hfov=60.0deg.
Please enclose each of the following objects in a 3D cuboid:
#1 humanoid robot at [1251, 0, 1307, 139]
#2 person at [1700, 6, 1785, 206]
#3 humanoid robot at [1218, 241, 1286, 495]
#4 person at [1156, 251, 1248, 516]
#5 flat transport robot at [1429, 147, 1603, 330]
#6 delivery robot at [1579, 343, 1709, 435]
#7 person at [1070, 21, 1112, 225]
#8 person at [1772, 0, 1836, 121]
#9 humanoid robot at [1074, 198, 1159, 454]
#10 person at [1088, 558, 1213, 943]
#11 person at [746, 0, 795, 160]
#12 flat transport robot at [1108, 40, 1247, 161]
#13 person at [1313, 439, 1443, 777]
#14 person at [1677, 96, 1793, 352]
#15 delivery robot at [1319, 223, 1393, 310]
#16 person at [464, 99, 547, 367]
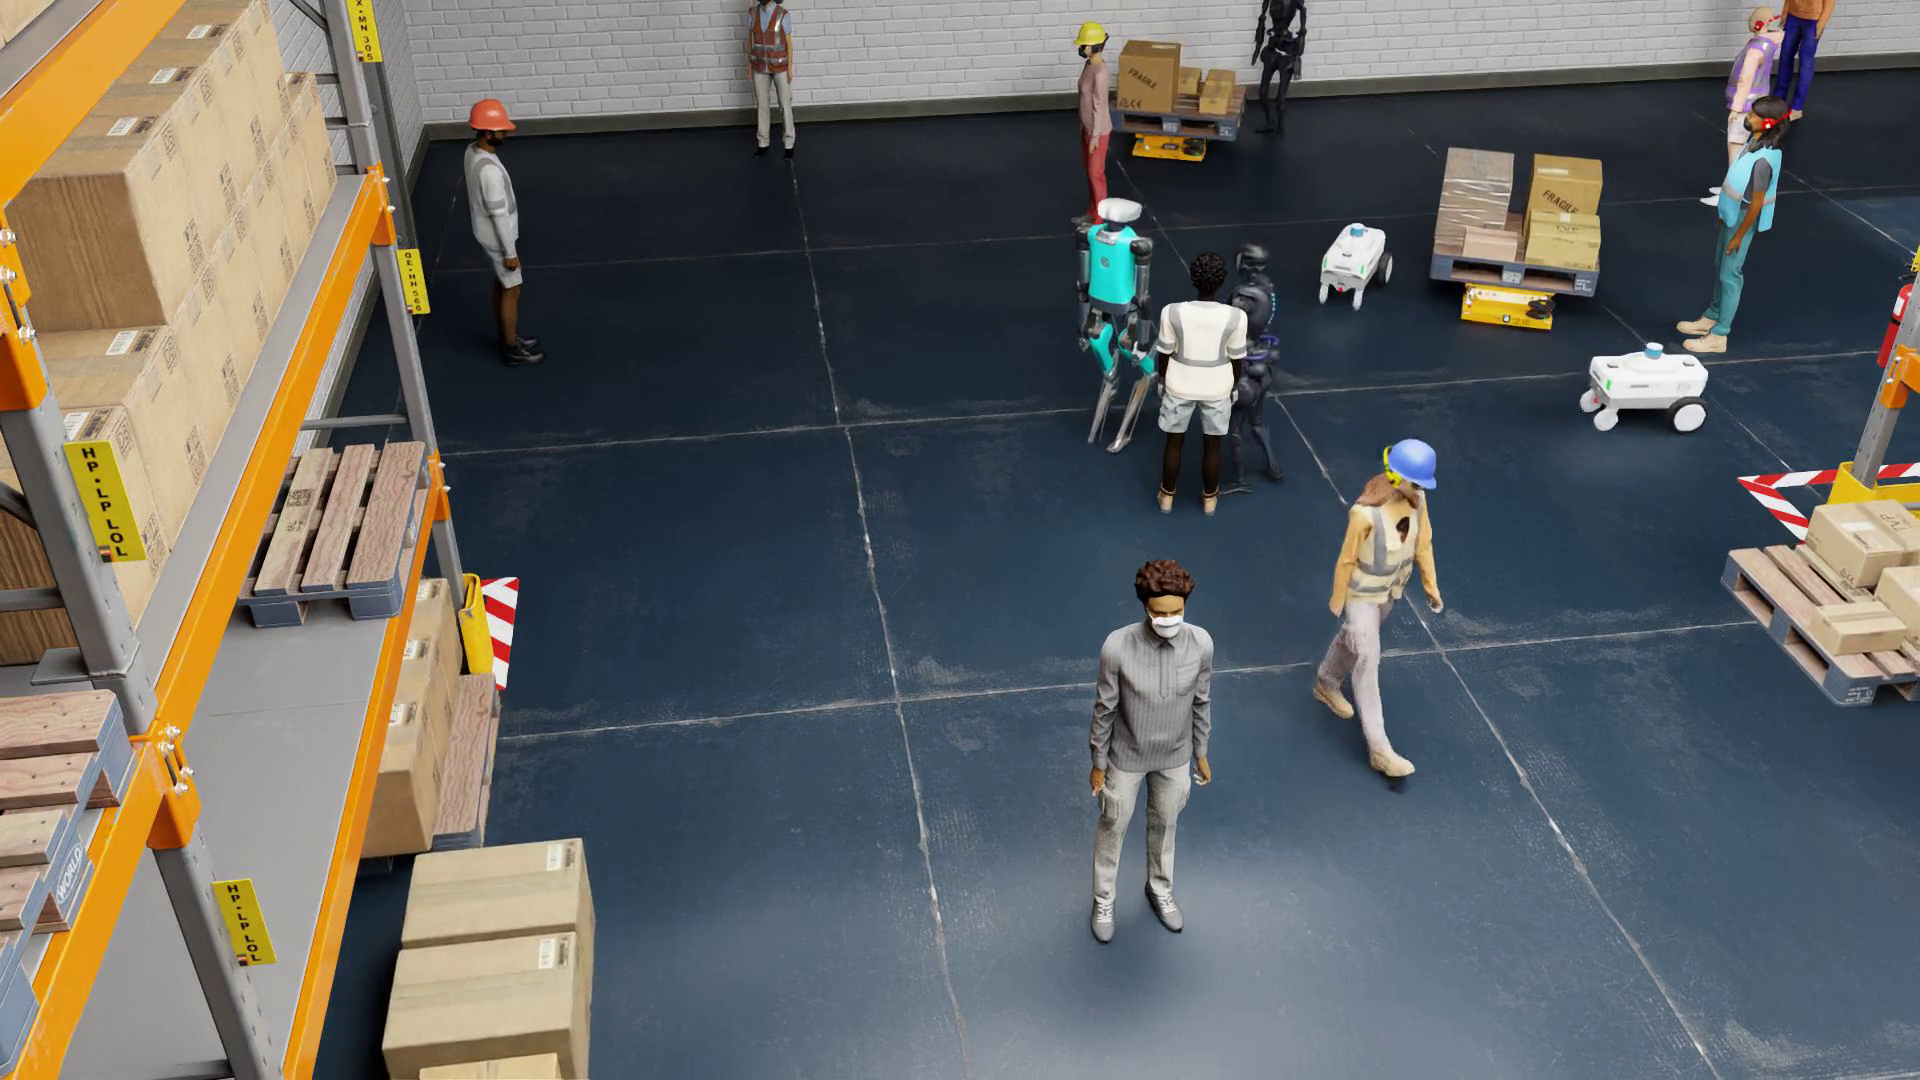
[{"bbox_3d":[3.027,-4.596,15.629,0.366,1.639,0.601,-24,40,-32],"label":"humanoid robot"},{"bbox_3d":[6.708,-3.704,14.232,0.357,1.684,0.486,21,38,28],"label":"person"},{"bbox_3d":[1.807,-1.021,10.133,0.438,1.649,0.601,18,37,26],"label":"humanoid robot"},{"bbox_3d":[1.422,-0.912,9.945,0.533,1.693,0.320,5,33,7],"label":"person"},{"bbox_3d":[4.287,-2.049,12.993,0.659,0.231,1.431,9,34,14],"label":"flat transport robot"},{"bbox_3d":[4.624,-1.041,11.178,0.765,0.585,0.499,-2,33,-2],"label":"delivery robot"},{"bbox_3d":[1.071,-3.368,13.652,0.336,1.756,0.516,-5,33,-7],"label":"person"},{"bbox_3d":[8.166,-5.073,16.075,0.405,1.972,0.519,-15,36,-22],"label":"person"},{"bbox_3d":[1.064,-1.343,10.611,0.540,1.851,0.668,22,39,30],"label":"humanoid robot"},{"bbox_3d":[0.794,0.882,7.011,0.531,1.900,0.395,-6,34,-9],"label":"person"},{"bbox_3d":[-1.725,-4.321,15.171,0.437,1.690,0.308,7,34,11],"label":"person"},{"bbox_3d":[2.078,-3.964,15.928,0.659,0.231,1.431,7,34,11],"label":"flat transport robot"},{"bbox_3d":[2.084,0.286,8.080,0.454,1.727,0.863,-21,39,-29],"label":"person"},{"bbox_3d":[5.531,-2.237,11.820,0.391,1.865,0.517,7,34,11],"label":"person"},{"bbox_3d":[3.061,-2.166,12.928,0.499,0.614,0.790,15,36,21],"label":"delivery robot"},{"bbox_3d":[-3.189,-2.129,11.606,0.382,1.924,0.546,-16,36,-23],"label":"person"}]
